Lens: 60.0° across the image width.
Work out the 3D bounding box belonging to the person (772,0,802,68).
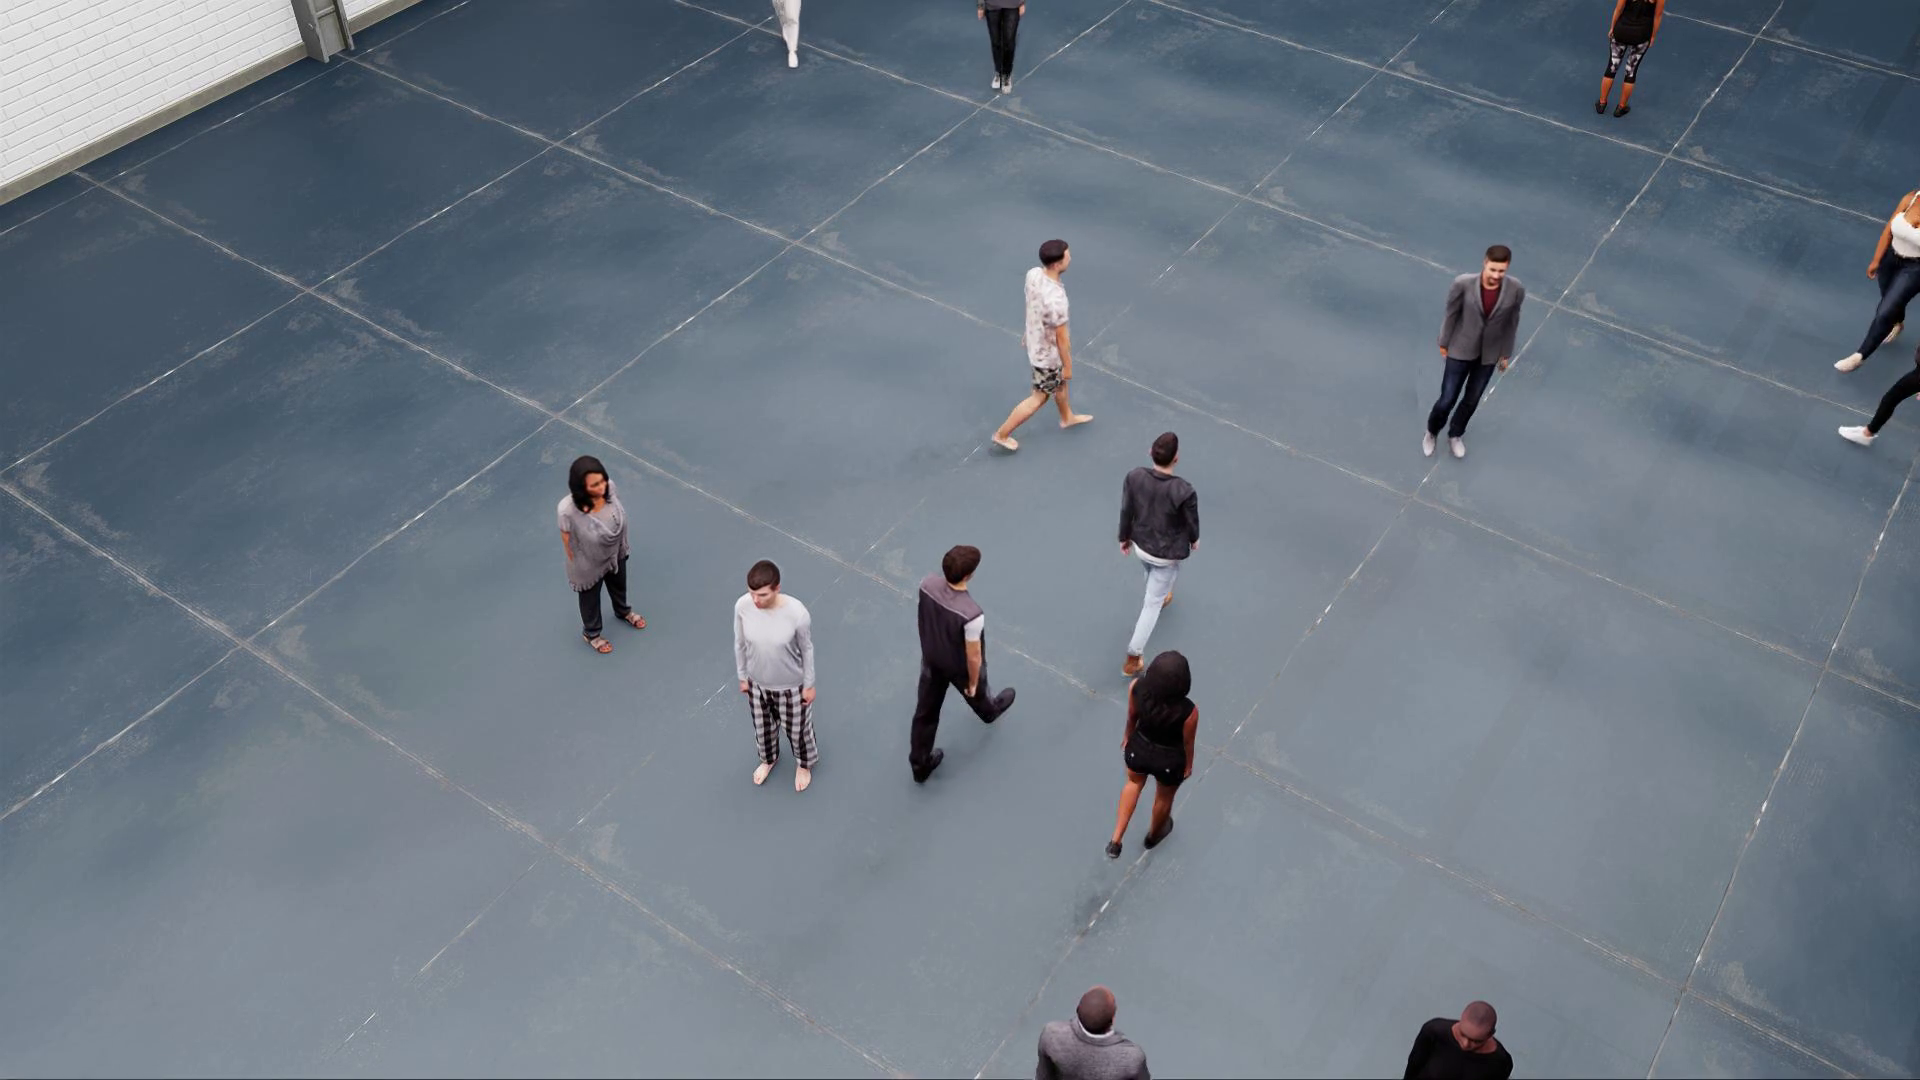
[{"bbox_3d":[-1.800,-5.769,17.013,1.022,1.658,1.129,-3,44,-3],"label":"person"}]

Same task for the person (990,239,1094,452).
[{"bbox_3d":[0.576,-1.417,12.346,1.238,1.794,1.087,-14,45,-14],"label":"person"}]

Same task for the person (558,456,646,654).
[{"bbox_3d":[-2.393,0.053,10.941,0.703,1.603,0.614,30,51,28],"label":"person"}]

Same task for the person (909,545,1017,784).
[{"bbox_3d":[-0.119,0.788,10.021,0.655,1.808,1.113,26,49,24],"label":"person"}]

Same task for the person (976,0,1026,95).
[{"bbox_3d":[0.434,-5.340,16.497,0.736,1.749,0.759,8,44,9],"label":"person"}]

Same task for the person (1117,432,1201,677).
[{"bbox_3d":[1.249,0.110,10.730,0.661,1.812,1.129,24,49,23],"label":"person"}]

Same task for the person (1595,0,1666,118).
[{"bbox_3d":[6.513,-4.919,16.117,0.607,1.663,0.540,20,47,19],"label":"person"}]

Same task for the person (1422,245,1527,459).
[{"bbox_3d":[3.795,-1.438,12.321,0.822,1.859,0.847,2,44,2],"label":"person"}]

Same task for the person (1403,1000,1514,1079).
[{"bbox_3d":[2.340,2.713,8.043,0.613,1.750,0.560,21,47,20],"label":"person"}]

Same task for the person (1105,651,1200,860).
[{"bbox_3d":[1.086,1.296,9.549,0.599,1.723,0.829,24,49,24],"label":"person"}]

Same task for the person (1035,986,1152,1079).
[{"bbox_3d":[0.612,2.761,7.957,0.778,1.799,1.054,20,47,19],"label":"person"}]

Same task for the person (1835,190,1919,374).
[{"bbox_3d":[7.535,-2.191,13.188,1.288,1.753,0.993,-25,49,-24],"label":"person"}]

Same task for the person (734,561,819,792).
[{"bbox_3d":[-1.097,0.809,9.971,0.703,1.847,0.668,9,44,9],"label":"person"}]
